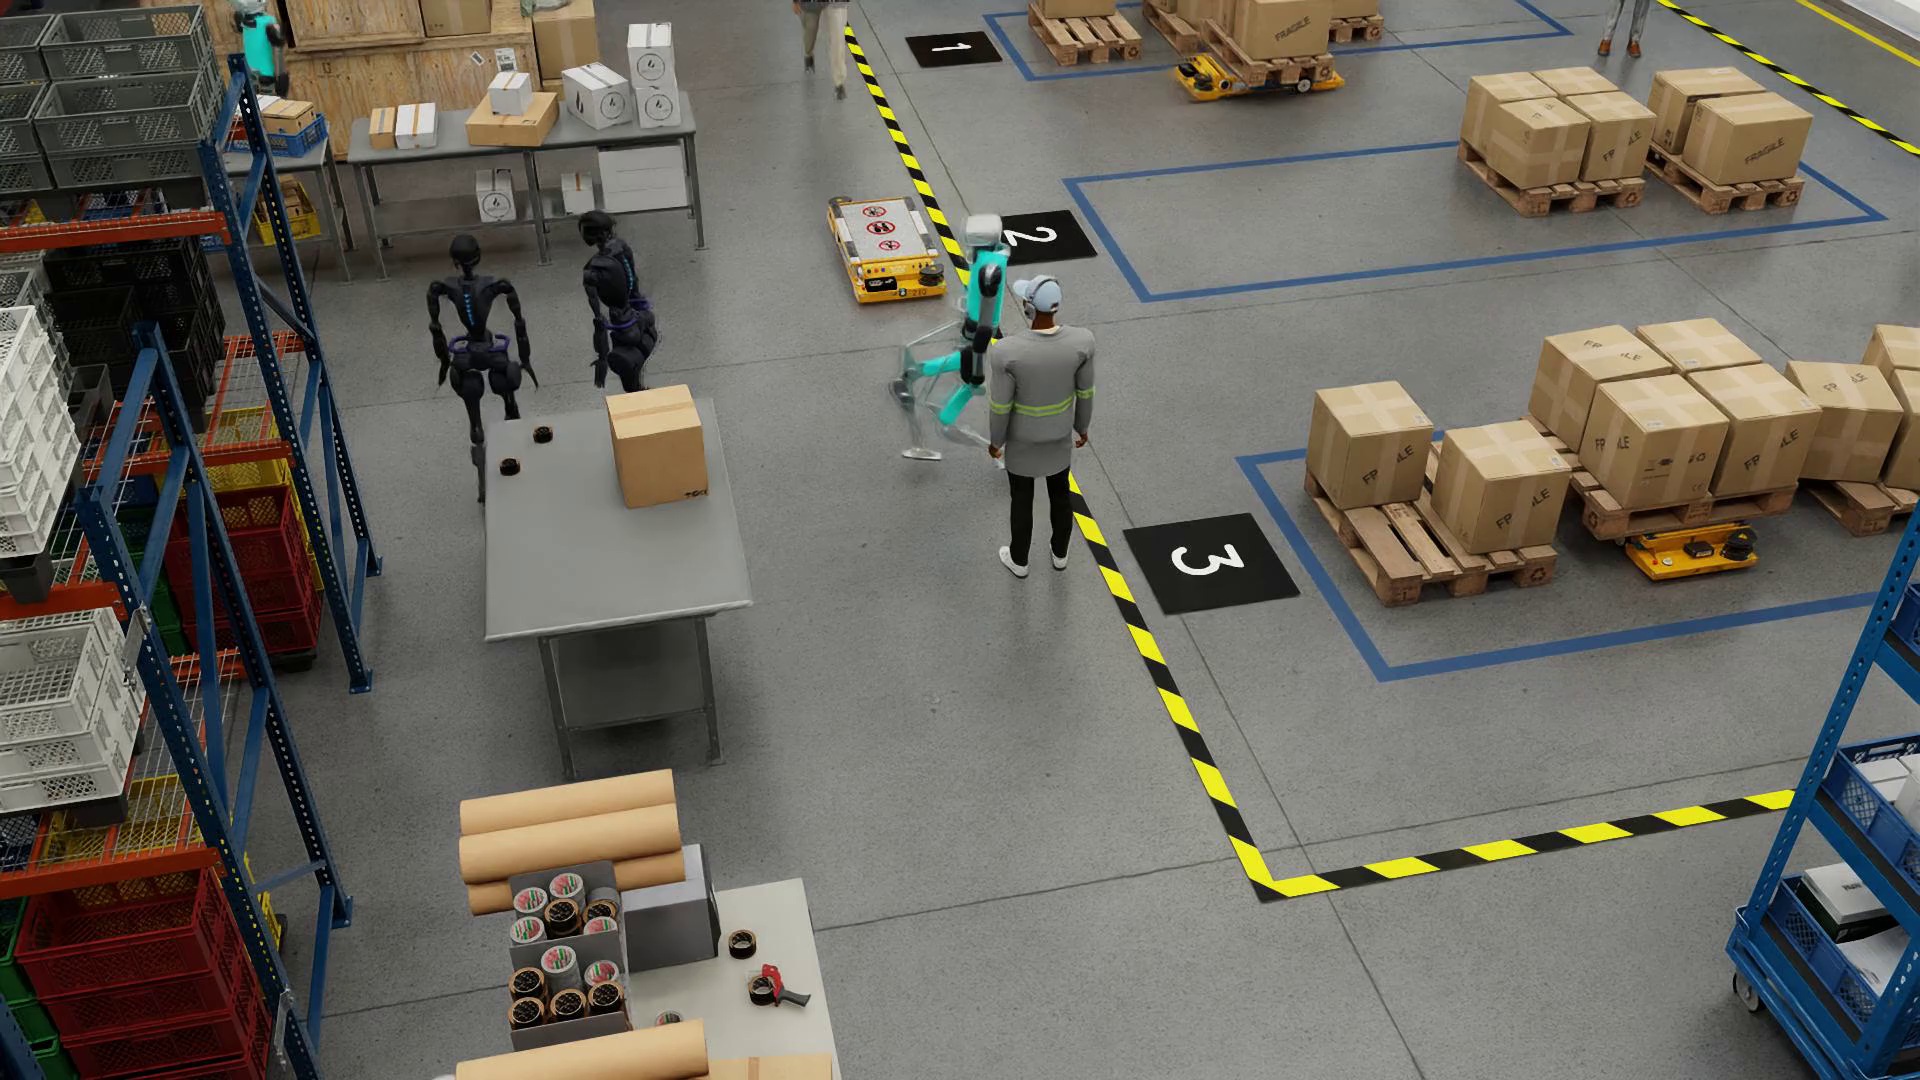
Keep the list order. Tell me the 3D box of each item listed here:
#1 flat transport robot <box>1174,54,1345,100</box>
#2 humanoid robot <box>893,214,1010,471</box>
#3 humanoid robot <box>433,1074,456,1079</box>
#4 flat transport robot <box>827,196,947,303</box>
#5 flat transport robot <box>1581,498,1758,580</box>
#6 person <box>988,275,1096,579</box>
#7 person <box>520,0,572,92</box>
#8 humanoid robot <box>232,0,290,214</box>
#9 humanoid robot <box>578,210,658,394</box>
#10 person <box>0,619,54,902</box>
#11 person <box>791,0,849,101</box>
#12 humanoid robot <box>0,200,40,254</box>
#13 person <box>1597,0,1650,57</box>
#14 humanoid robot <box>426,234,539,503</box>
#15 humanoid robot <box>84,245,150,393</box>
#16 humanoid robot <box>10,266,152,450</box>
[{"bbox_3d":[2.763,-4.331,15.352,1.431,0.197,0.652,-8,37,-10],"label":"flat transport robot"},{"bbox_3d":[-0.056,-1.099,9.818,1.047,1.747,0.548,0,37,0],"label":"humanoid robot"},{"bbox_3d":[-1.292,2.396,5.096,0.779,1.753,0.548,26,44,31],"label":"humanoid robot"},{"bbox_3d":[-0.570,-2.220,12.538,0.659,0.231,1.431,-8,37,-10],"label":"flat transport robot"},{"bbox_3d":[4.062,-0.294,9.926,0.652,0.197,1.431,-8,37,-10],"label":"flat transport robot"},{"bbox_3d":[0.429,-0.613,9.050,0.597,1.852,0.373,-10,38,-13],"label":"person"},{"bbox_3d":[-3.477,-4.483,14.183,0.412,1.939,0.602,23,42,27],"label":"person"},{"bbox_3d":[-5.396,-3.200,12.651,0.562,1.809,0.774,25,44,30],"label":"humanoid robot"},{"bbox_3d":[-1.987,-1.217,10.016,0.449,1.640,0.603,11,38,14],"label":"humanoid robot"},{"bbox_3d":[-4.207,0.832,7.129,0.622,1.835,0.431,-21,41,-25],"label":"person"},{"bbox_3d":[-1.266,-4.933,14.961,0.579,1.723,0.939,-8,37,-10],"label":"person"},{"bbox_3d":[-5.594,-1.355,10.188,0.323,1.653,0.601,8,37,11],"label":"humanoid robot"},{"bbox_3d":[6.398,-5.463,15.542,0.587,1.883,0.384,7,37,10],"label":"person"},{"bbox_3d":[-2.813,-1.014,9.792,0.589,1.655,0.769,-4,37,-5],"label":"humanoid robot"},{"bbox_3d":[-4.976,-1.052,9.781,0.345,1.649,0.611,-9,38,-12],"label":"humanoid robot"},{"bbox_3d":[-4.833,-0.956,9.603,0.621,1.763,0.847,15,39,19],"label":"humanoid robot"}]
